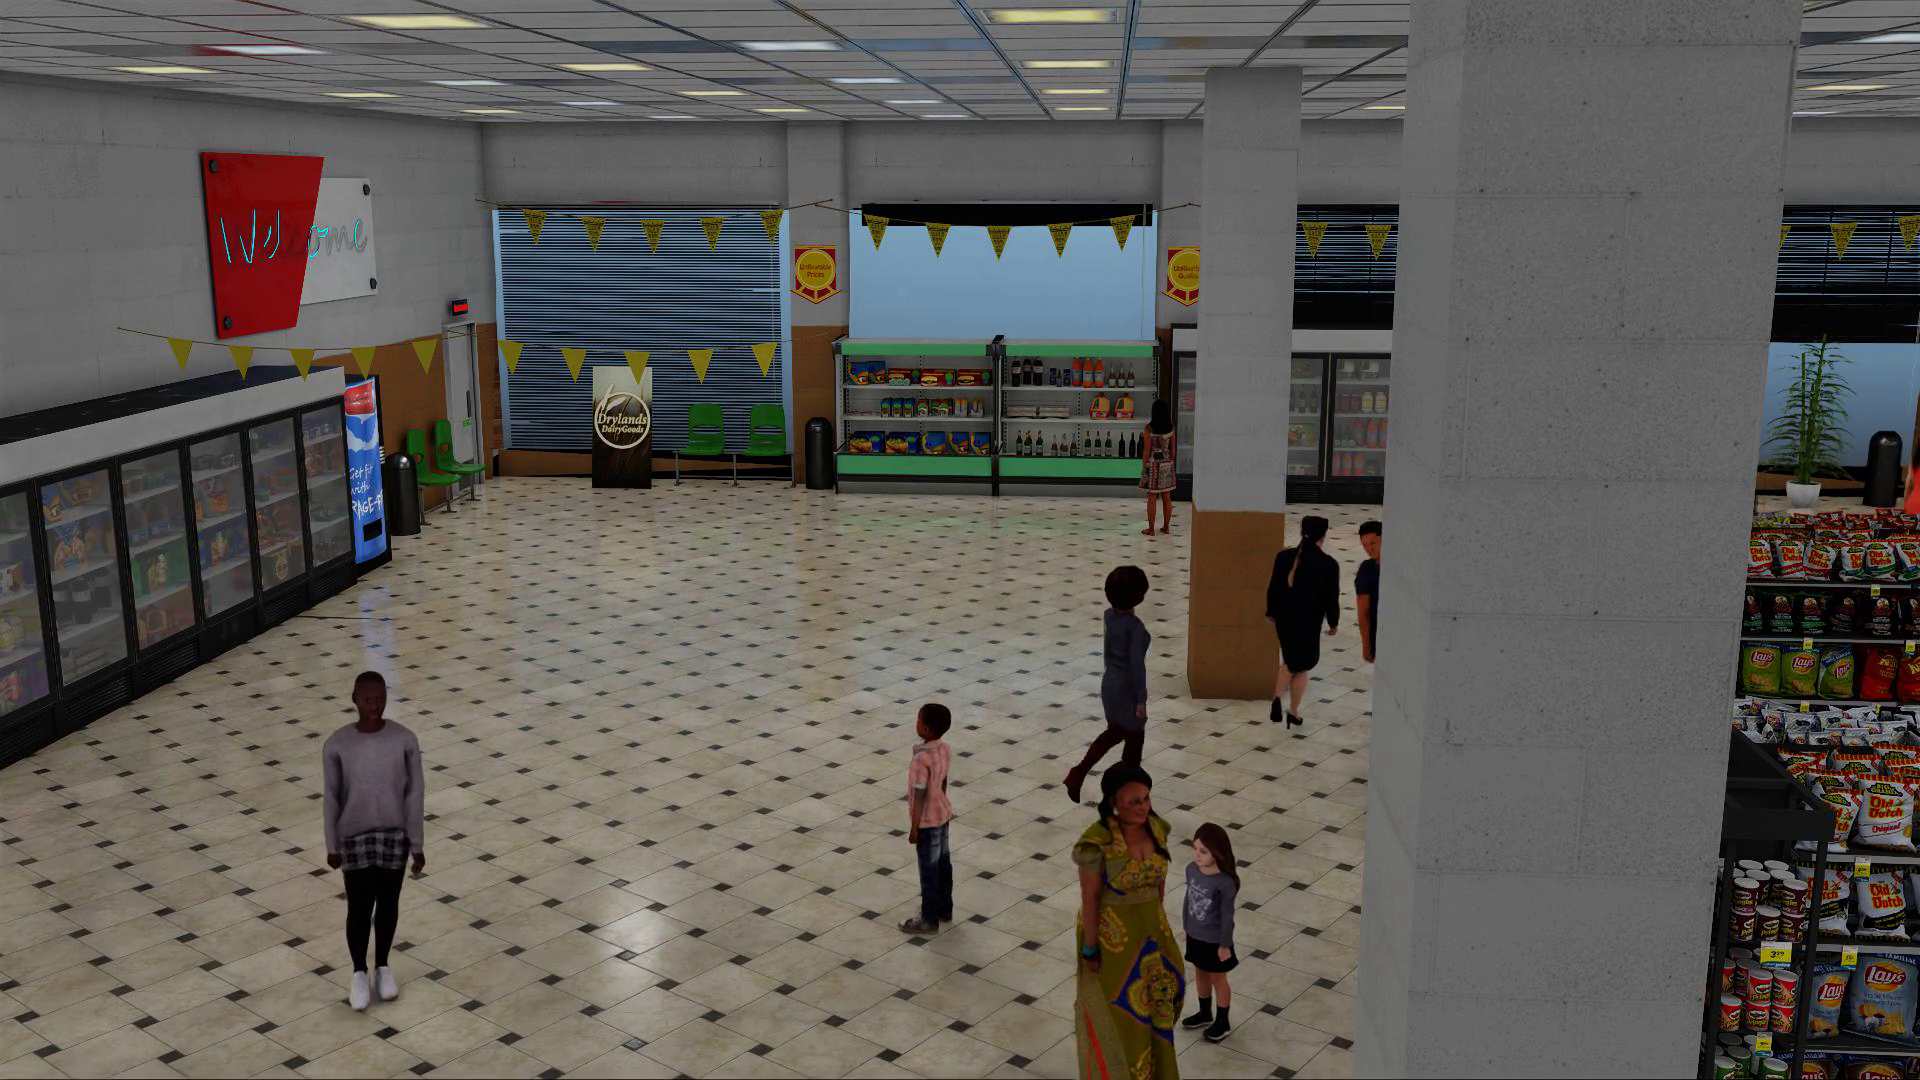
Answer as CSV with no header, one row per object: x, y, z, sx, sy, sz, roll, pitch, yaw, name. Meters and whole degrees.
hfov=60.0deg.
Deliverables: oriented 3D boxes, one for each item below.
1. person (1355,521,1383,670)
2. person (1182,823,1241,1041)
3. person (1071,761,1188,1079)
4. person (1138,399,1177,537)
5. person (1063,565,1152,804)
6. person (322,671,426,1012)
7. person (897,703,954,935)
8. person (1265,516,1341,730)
3.153,0.712,12.178,0.583,1.740,0.838,-4,12,-18,person
1.225,1.892,8.120,0.588,1.103,0.536,-8,14,-34,person
0.682,1.755,7.448,1.087,1.649,1.138,-9,15,-37,person
2.385,-0.881,19.977,0.646,1.644,0.785,-5,13,-23,person
0.993,1.014,10.844,0.965,1.698,0.851,-6,13,-27,person
-2.987,1.491,8.457,0.736,1.749,0.818,-6,13,-25,person
-0.156,1.543,9.279,0.583,1.308,0.573,6,13,25,person
2.564,0.666,12.610,0.827,1.653,0.910,8,14,34,person
